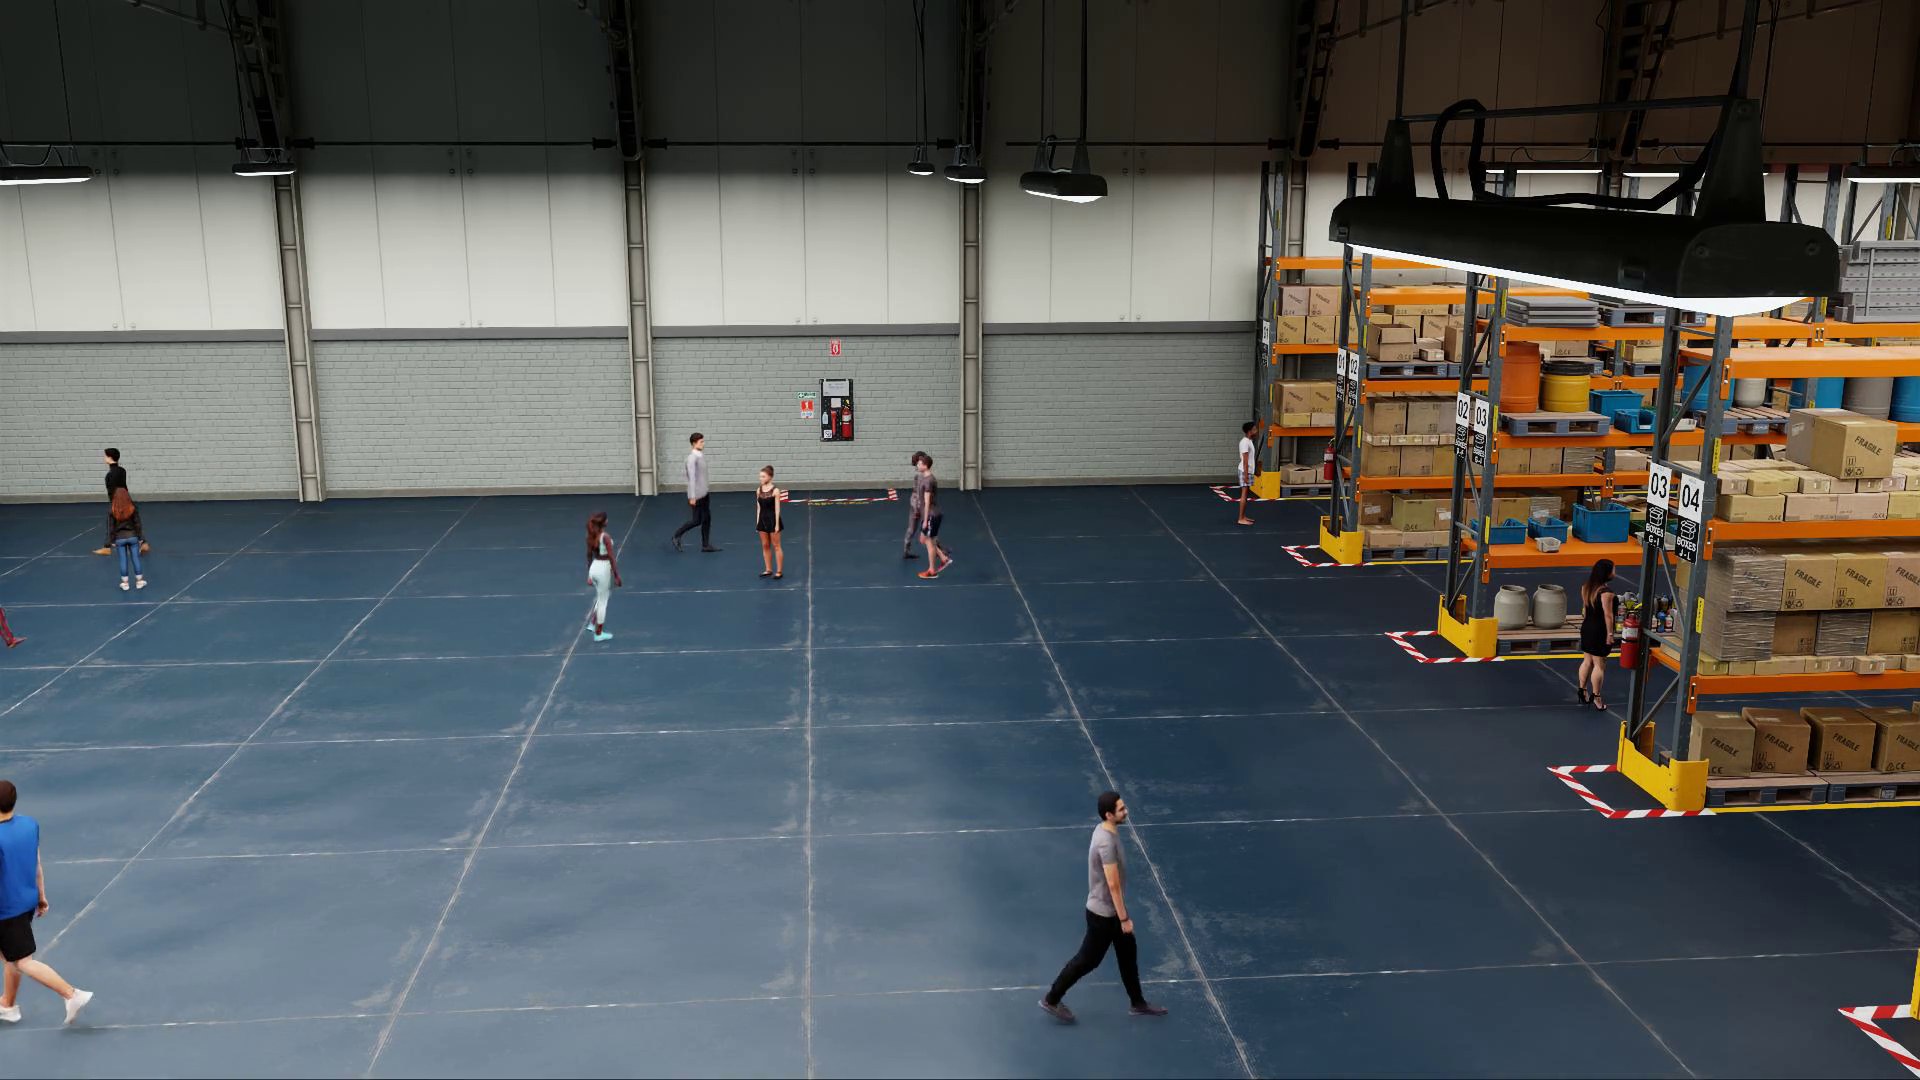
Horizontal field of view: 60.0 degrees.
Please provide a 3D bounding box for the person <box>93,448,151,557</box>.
[{"bbox_3d":[-12.936,-0.562,25.740,1.090,1.688,0.704,0,13,-1],"label":"person"}]

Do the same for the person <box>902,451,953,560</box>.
[{"bbox_3d":[-0.711,-0.508,25.530,1.014,1.679,0.616,-2,13,-10],"label":"person"}]

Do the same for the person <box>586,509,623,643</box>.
[{"bbox_3d":[-4.645,0.470,21.229,0.707,1.713,0.764,12,17,41],"label":"person"}]

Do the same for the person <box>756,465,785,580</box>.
[{"bbox_3d":[-2.793,-0.268,24.491,0.673,1.679,0.750,8,15,31],"label":"person"}]

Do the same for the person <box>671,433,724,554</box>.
[{"bbox_3d":[-4.164,-0.721,25.951,1.136,1.903,0.923,3,13,11],"label":"person"}]

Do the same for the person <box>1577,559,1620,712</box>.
[{"bbox_3d":[7.167,1.051,18.711,0.642,1.718,0.681,-3,13,-14],"label":"person"}]

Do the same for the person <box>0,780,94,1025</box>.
[{"bbox_3d":[-6.616,2.599,11.754,1.241,1.841,0.819,1,13,6],"label":"person"}]

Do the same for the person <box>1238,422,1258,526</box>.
[{"bbox_3d":[4.858,-1.152,28.196,0.648,1.731,0.707,3,13,15],"label":"person"}]

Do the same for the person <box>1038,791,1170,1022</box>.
[{"bbox_3d":[0.953,2.638,11.837,1.216,1.727,0.793,2,13,8],"label":"person"}]

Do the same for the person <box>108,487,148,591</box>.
[{"bbox_3d":[-11.991,-0.033,23.914,0.568,1.483,0.694,-8,15,-30],"label":"person"}]

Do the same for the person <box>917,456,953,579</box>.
[{"bbox_3d":[-0.345,-0.331,24.410,0.743,1.839,0.650,0,13,0],"label":"person"}]
